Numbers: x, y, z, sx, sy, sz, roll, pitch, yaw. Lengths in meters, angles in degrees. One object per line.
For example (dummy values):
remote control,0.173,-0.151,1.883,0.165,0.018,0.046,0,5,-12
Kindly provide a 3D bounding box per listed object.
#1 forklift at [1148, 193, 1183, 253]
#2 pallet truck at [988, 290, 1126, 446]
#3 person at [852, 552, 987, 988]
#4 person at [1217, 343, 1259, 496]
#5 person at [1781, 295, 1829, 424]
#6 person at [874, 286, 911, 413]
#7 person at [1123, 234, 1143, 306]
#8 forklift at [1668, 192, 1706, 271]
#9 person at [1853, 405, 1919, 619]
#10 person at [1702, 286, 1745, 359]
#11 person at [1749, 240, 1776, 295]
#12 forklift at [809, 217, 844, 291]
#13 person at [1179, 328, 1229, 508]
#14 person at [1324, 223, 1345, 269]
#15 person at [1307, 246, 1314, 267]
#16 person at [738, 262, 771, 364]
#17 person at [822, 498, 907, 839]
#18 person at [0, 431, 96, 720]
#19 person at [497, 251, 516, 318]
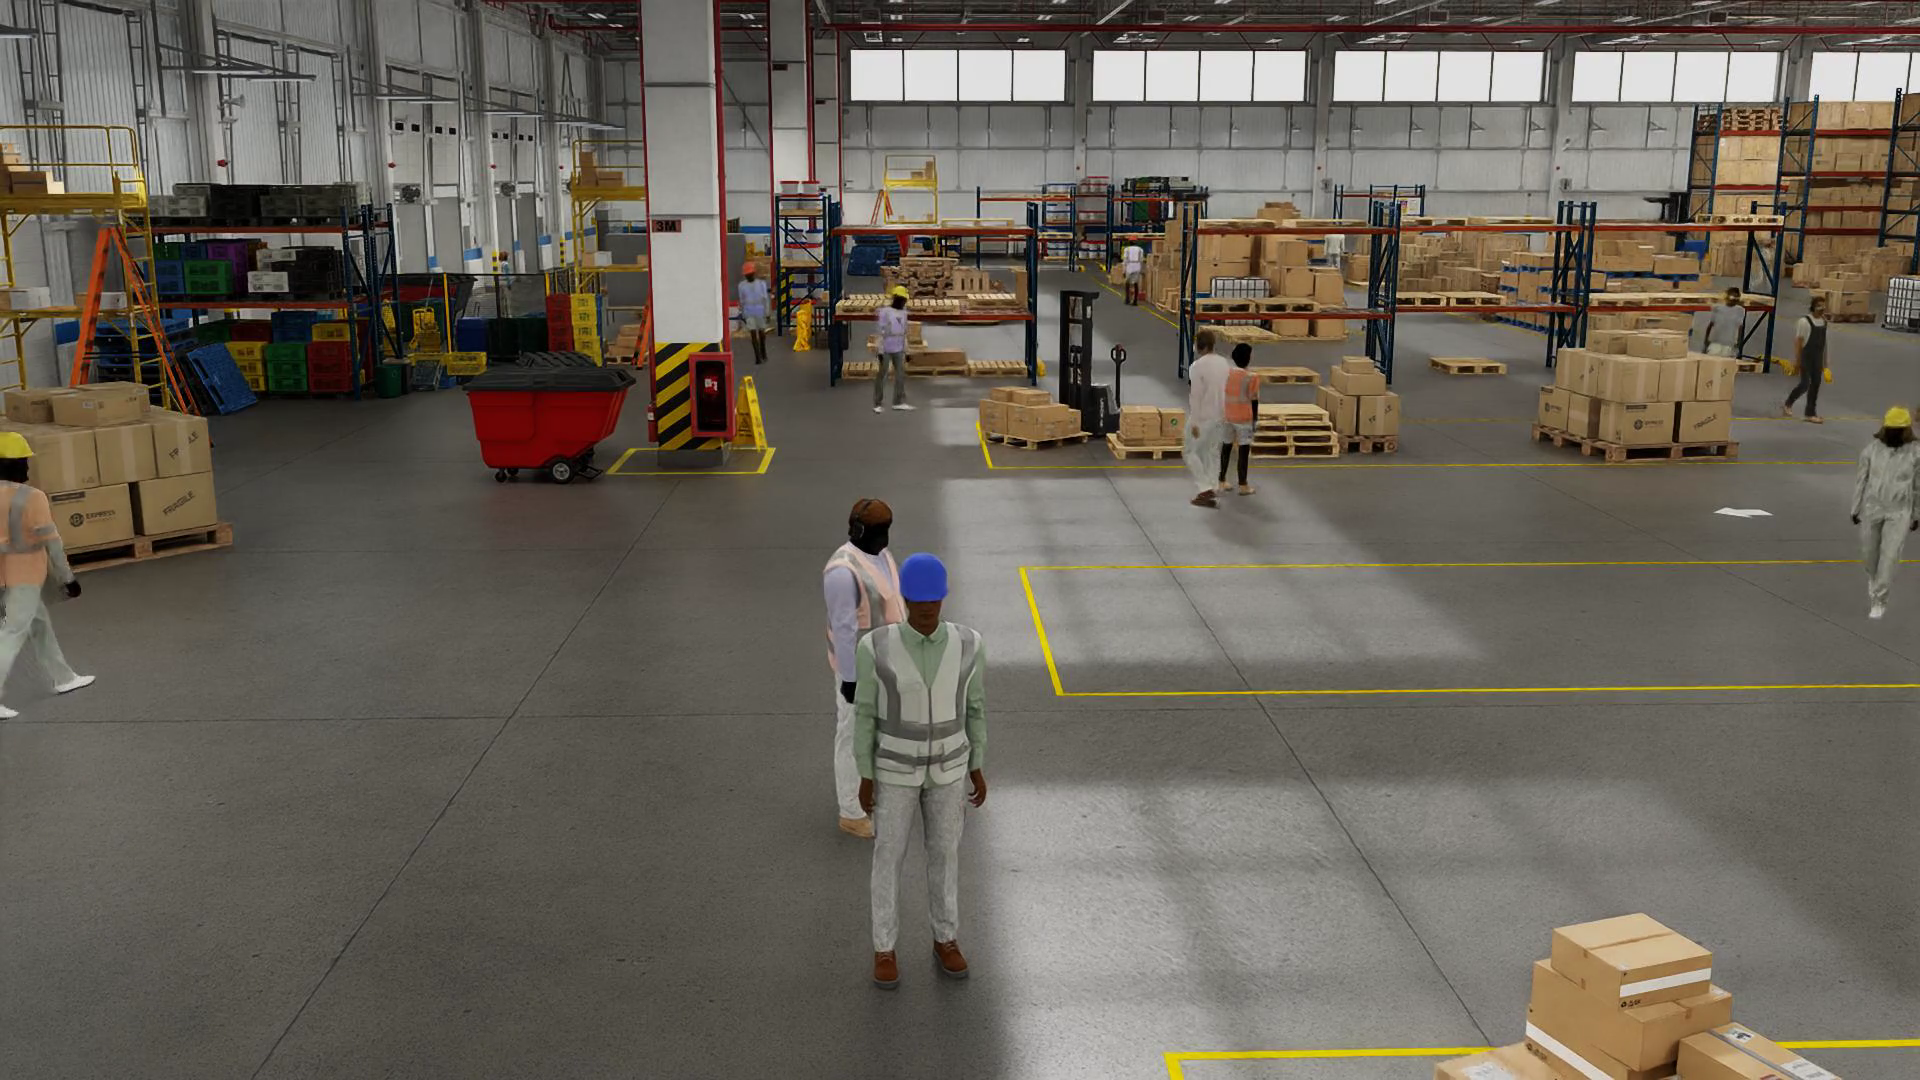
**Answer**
forklift,7.418,-10.493,57.099,1.873,2.768,1.129,1,13,5
pallet truck,1.257,-2.299,22.111,1.885,1.965,0.823,-9,15,-35
person,-0.171,1.001,7.319,0.603,1.949,0.389,-3,13,-15
person,3.097,-1.346,18.514,0.321,1.692,0.534,-12,17,-43
person,12.171,-2.587,23.806,0.532,1.833,0.509,-5,13,-21
person,-1.026,-2.839,24.819,0.461,1.879,0.652,10,16,37
person,4.629,-7.261,44.712,0.558,1.905,0.785,-1,13,-4
forklift,25.966,-11.189,60.240,1.873,2.768,1.129,0,12,-2
person,7.565,-0.261,13.544,0.494,1.725,0.720,10,16,39
person,11.796,-3.008,25.727,0.540,1.811,0.909,4,13,17
person,23.386,-7.902,48.295,0.517,1.606,0.774,-5,13,-20
forklift,-4.375,-8.619,48.637,1.873,2.768,1.129,0,12,-2
person,2.603,-1.286,17.718,0.625,1.924,0.437,-12,17,-43
person,11.897,-9.095,52.927,0.637,1.938,0.357,1,13,5
person,8.159,-5.938,38.897,0.983,1.835,0.584,-1,13,-3
person,-3.832,-4.221,30.977,0.578,1.909,0.447,0,12,1
person,-0.495,0.679,9.034,0.430,1.838,0.619,4,13,19
person,-6.252,0.220,11.030,0.595,1.880,1.002,5,13,22
person,-11.183,-6.259,40.833,0.323,1.632,0.524,-10,16,-38
